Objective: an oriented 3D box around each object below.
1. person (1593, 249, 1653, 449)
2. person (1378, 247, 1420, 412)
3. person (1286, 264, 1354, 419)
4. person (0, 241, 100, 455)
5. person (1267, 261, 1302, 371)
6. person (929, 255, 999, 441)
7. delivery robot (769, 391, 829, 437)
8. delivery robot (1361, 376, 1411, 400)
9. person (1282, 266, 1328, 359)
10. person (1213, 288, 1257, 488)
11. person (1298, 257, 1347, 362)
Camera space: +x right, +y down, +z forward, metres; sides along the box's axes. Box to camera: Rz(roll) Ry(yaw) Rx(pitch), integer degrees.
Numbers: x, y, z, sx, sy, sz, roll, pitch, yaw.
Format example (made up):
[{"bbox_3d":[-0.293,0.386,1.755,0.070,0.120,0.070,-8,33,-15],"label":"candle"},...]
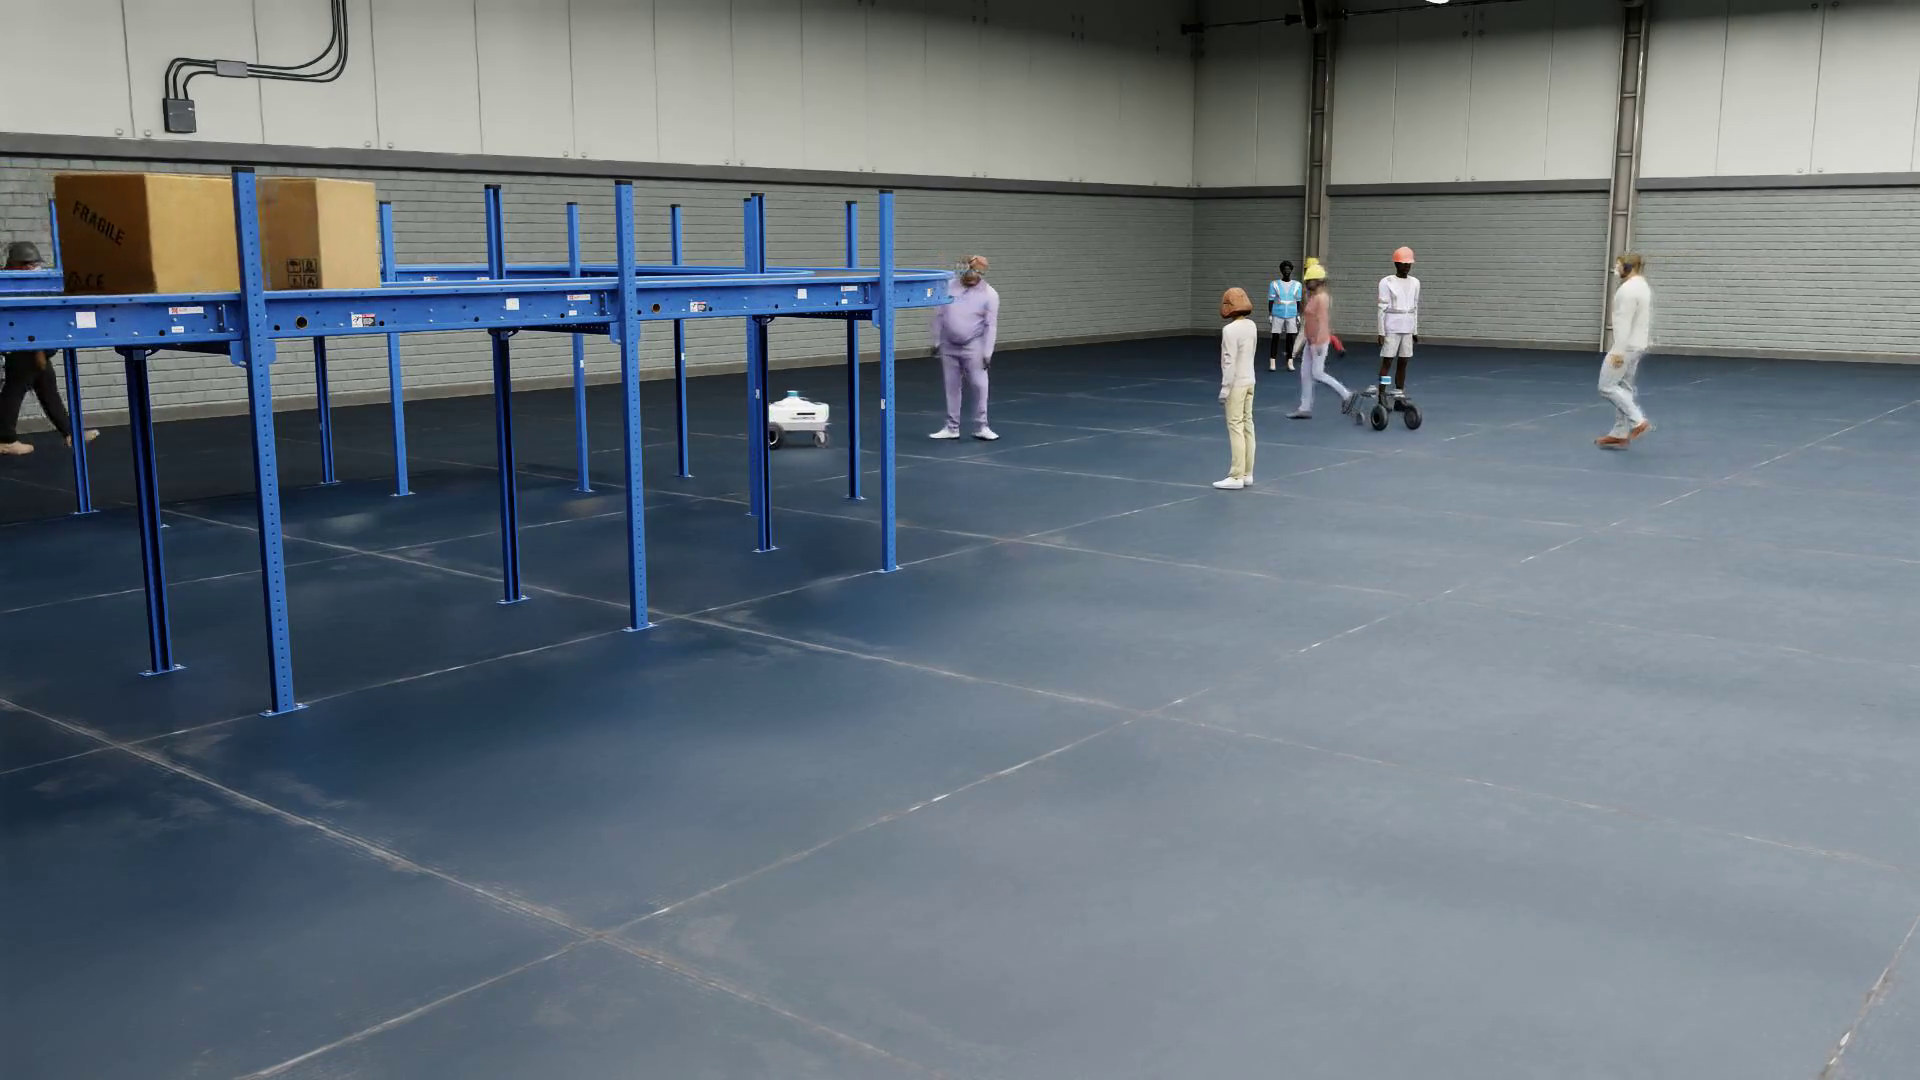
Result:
[{"bbox_3d":[6.436,-1.833,16.064,0.456,1.928,0.656,7,12,33],"label":"person"},{"bbox_3d":[5.194,-2.482,19.637,0.551,1.934,0.373,-4,11,-20],"label":"person"},{"bbox_3d":[4.096,-2.241,18.832,0.671,1.745,0.528,-1,10,-5],"label":"person"},{"bbox_3d":[-8.775,-1.830,15.856,0.989,2.000,0.693,-6,12,-28],"label":"person"},{"bbox_3d":[5.025,-3.467,25.761,0.532,1.696,0.319,0,10,0],"label":"person"},{"bbox_3d":[0.010,-1.930,16.786,0.751,1.872,0.396,4,11,22],"label":"person"},{"bbox_3d":[-1.647,-1.227,16.372,0.707,0.478,0.477,-2,10,-9],"label":"delivery robot"},{"bbox_3d":[4.624,-1.660,18.050,0.335,0.223,0.698,-3,11,-18],"label":"delivery robot"},{"bbox_3d":[5.902,-3.853,28.202,0.914,1.589,0.505,-2,10,-10],"label":"person"},{"bbox_3d":[2.259,-1.242,13.609,0.285,1.632,0.499,7,12,34],"label":"person"},{"bbox_3d":[6.030,-3.804,27.525,0.729,1.734,0.546,3,11,19],"label":"person"}]
